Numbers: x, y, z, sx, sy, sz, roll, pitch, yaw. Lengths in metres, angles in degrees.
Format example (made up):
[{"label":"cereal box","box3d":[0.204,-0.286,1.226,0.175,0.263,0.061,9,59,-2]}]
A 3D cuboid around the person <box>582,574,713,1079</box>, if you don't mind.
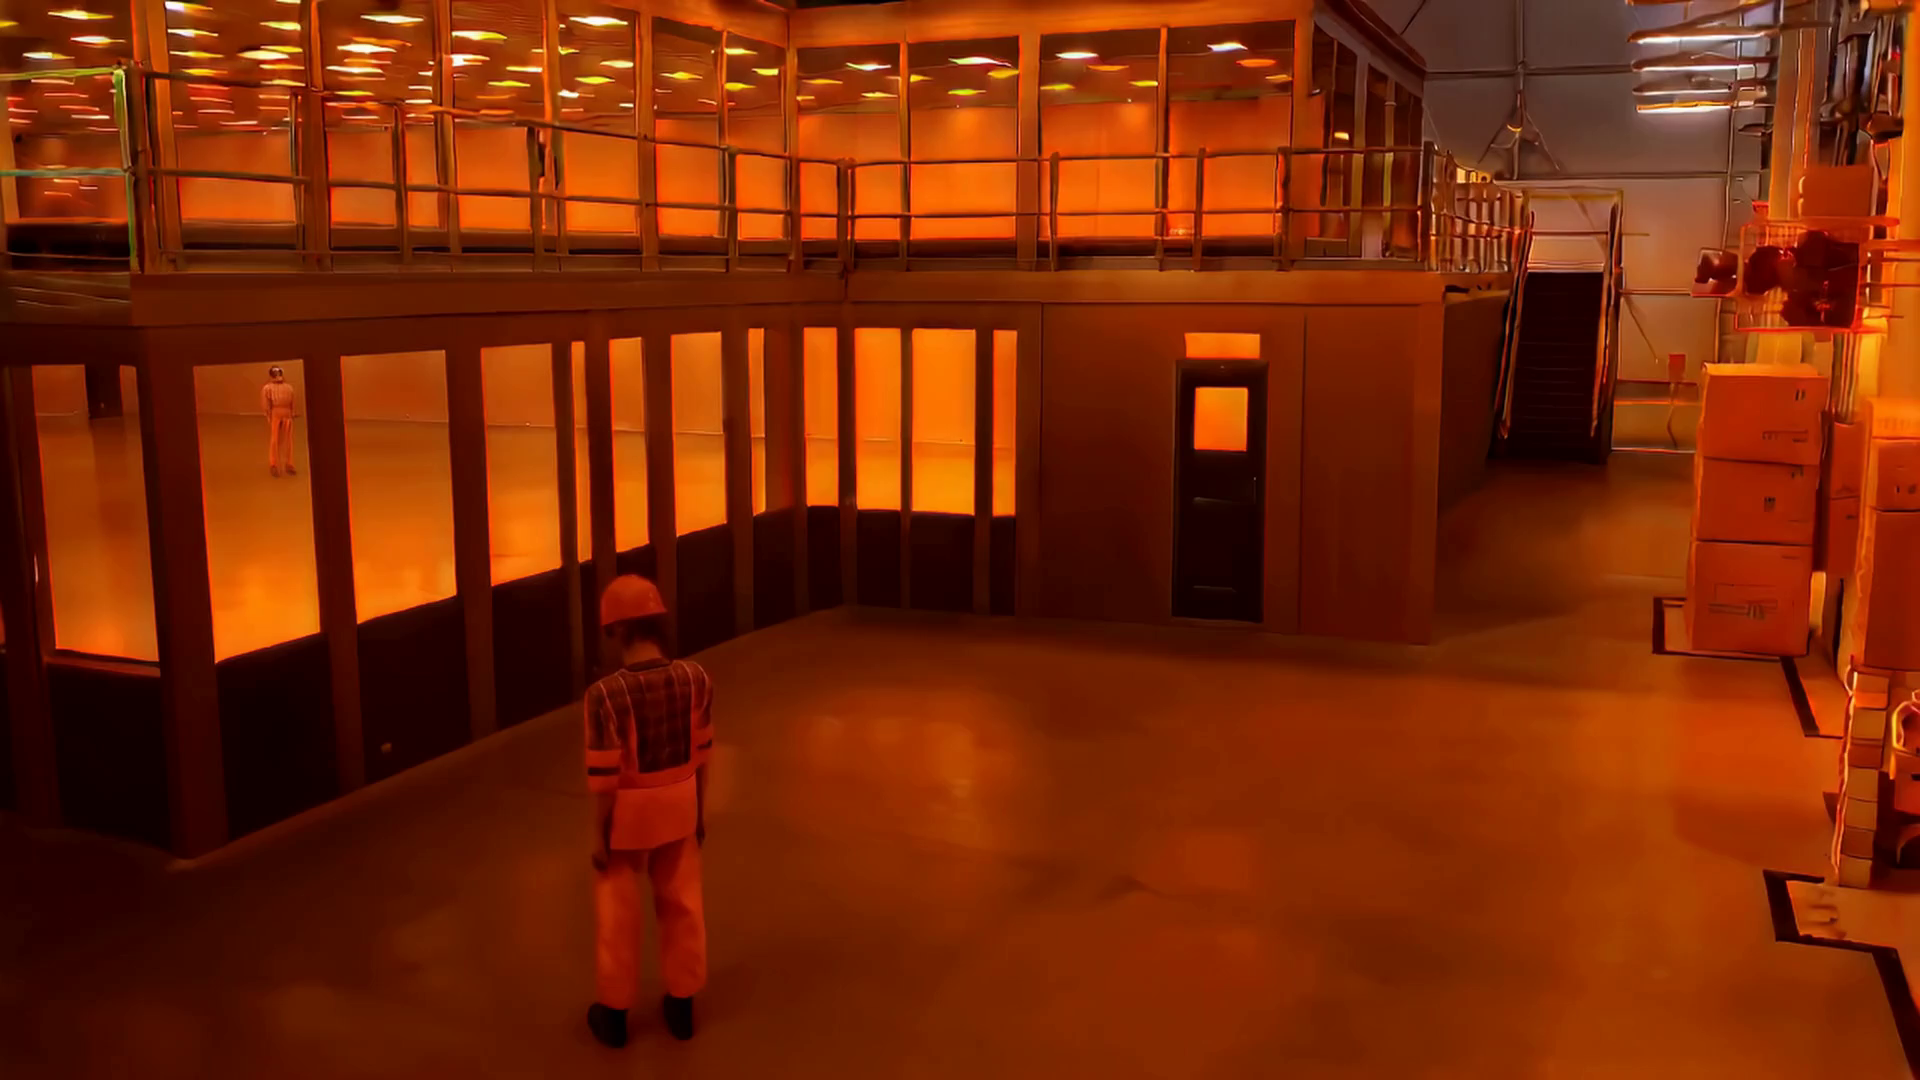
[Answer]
[{"label":"person","box3d":[-1.196,1.085,6.311,0.543,1.928,0.372,-9,13,-43]}]
